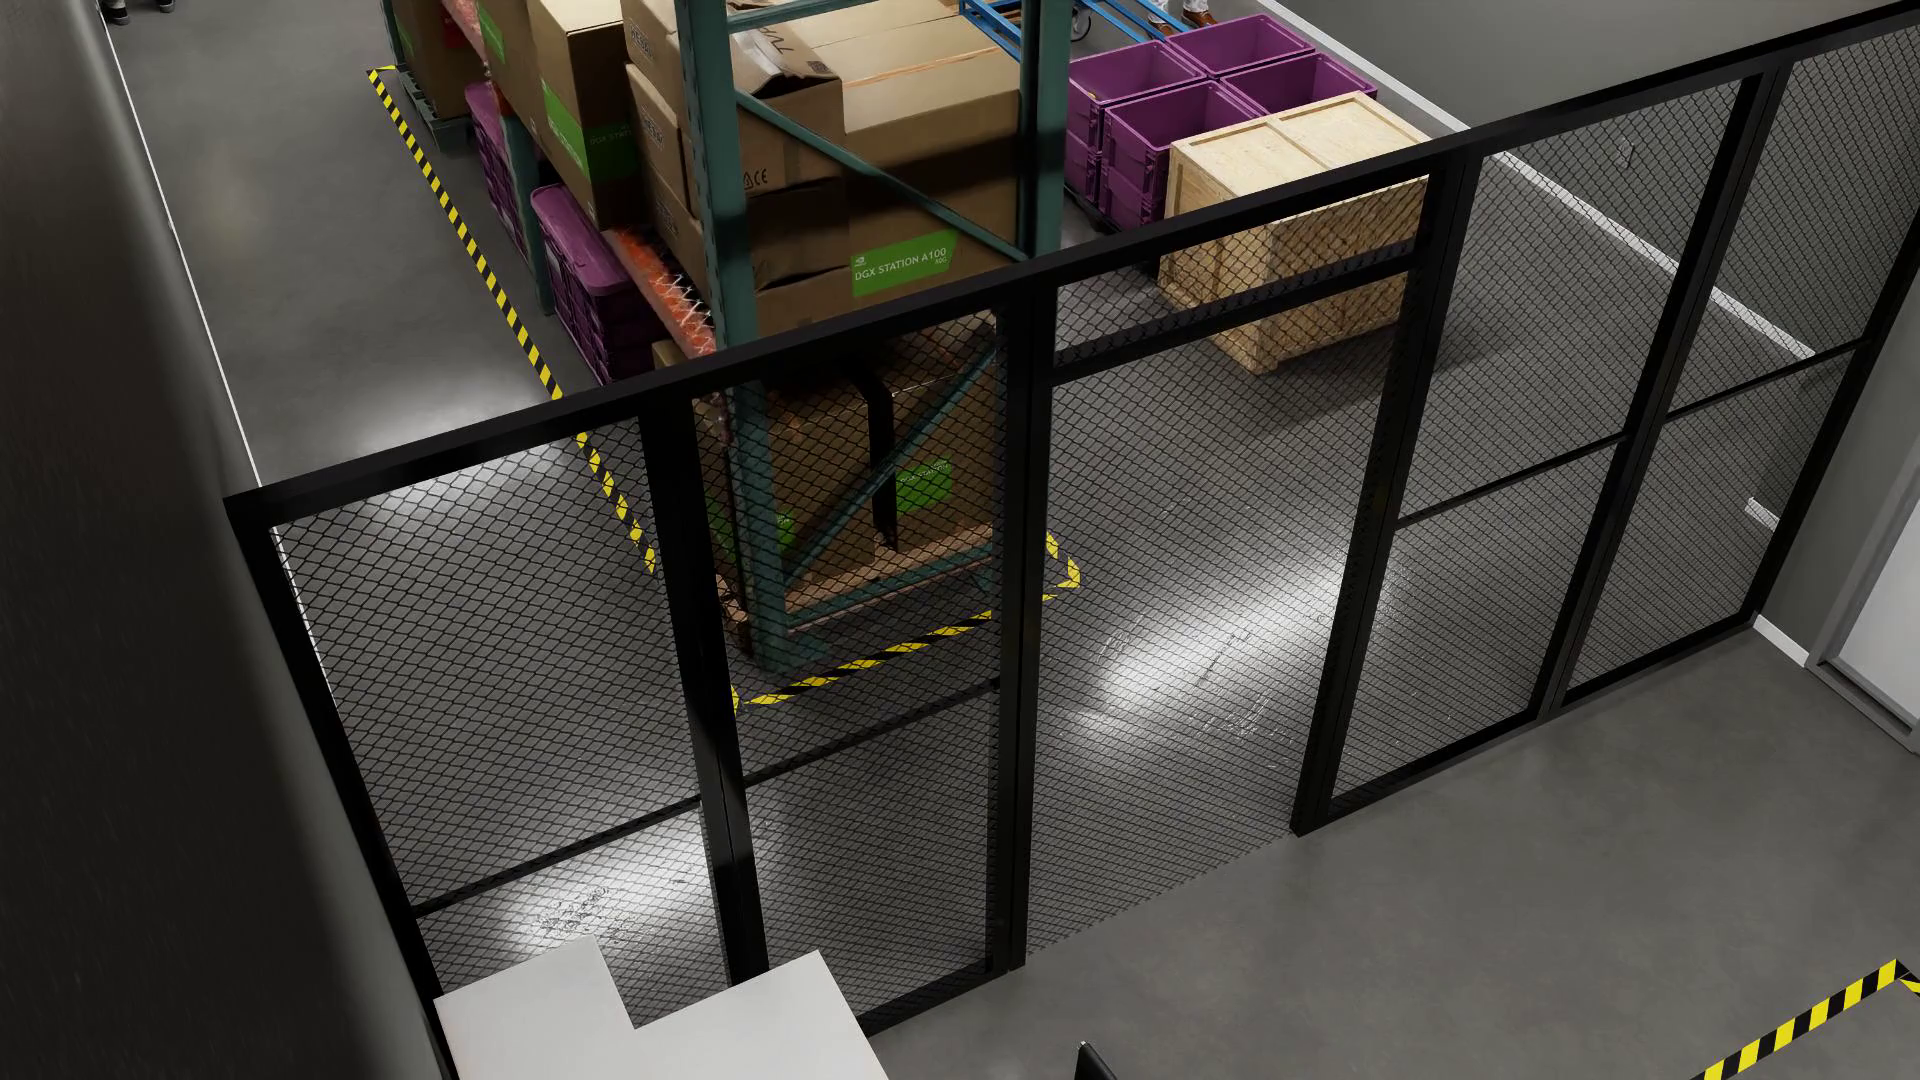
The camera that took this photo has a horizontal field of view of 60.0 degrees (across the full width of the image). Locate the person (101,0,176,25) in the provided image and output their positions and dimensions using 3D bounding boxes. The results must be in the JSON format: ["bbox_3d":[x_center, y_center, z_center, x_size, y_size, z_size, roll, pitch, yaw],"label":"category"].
[{"bbox_3d":[-4.827,-3.780,9.158,0.600,1.829,0.404,-26,49,-26],"label":"person"}]

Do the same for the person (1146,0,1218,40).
[{"bbox_3d":[1.270,-3.623,8.908,0.636,1.939,0.364,-22,47,-22],"label":"person"}]
